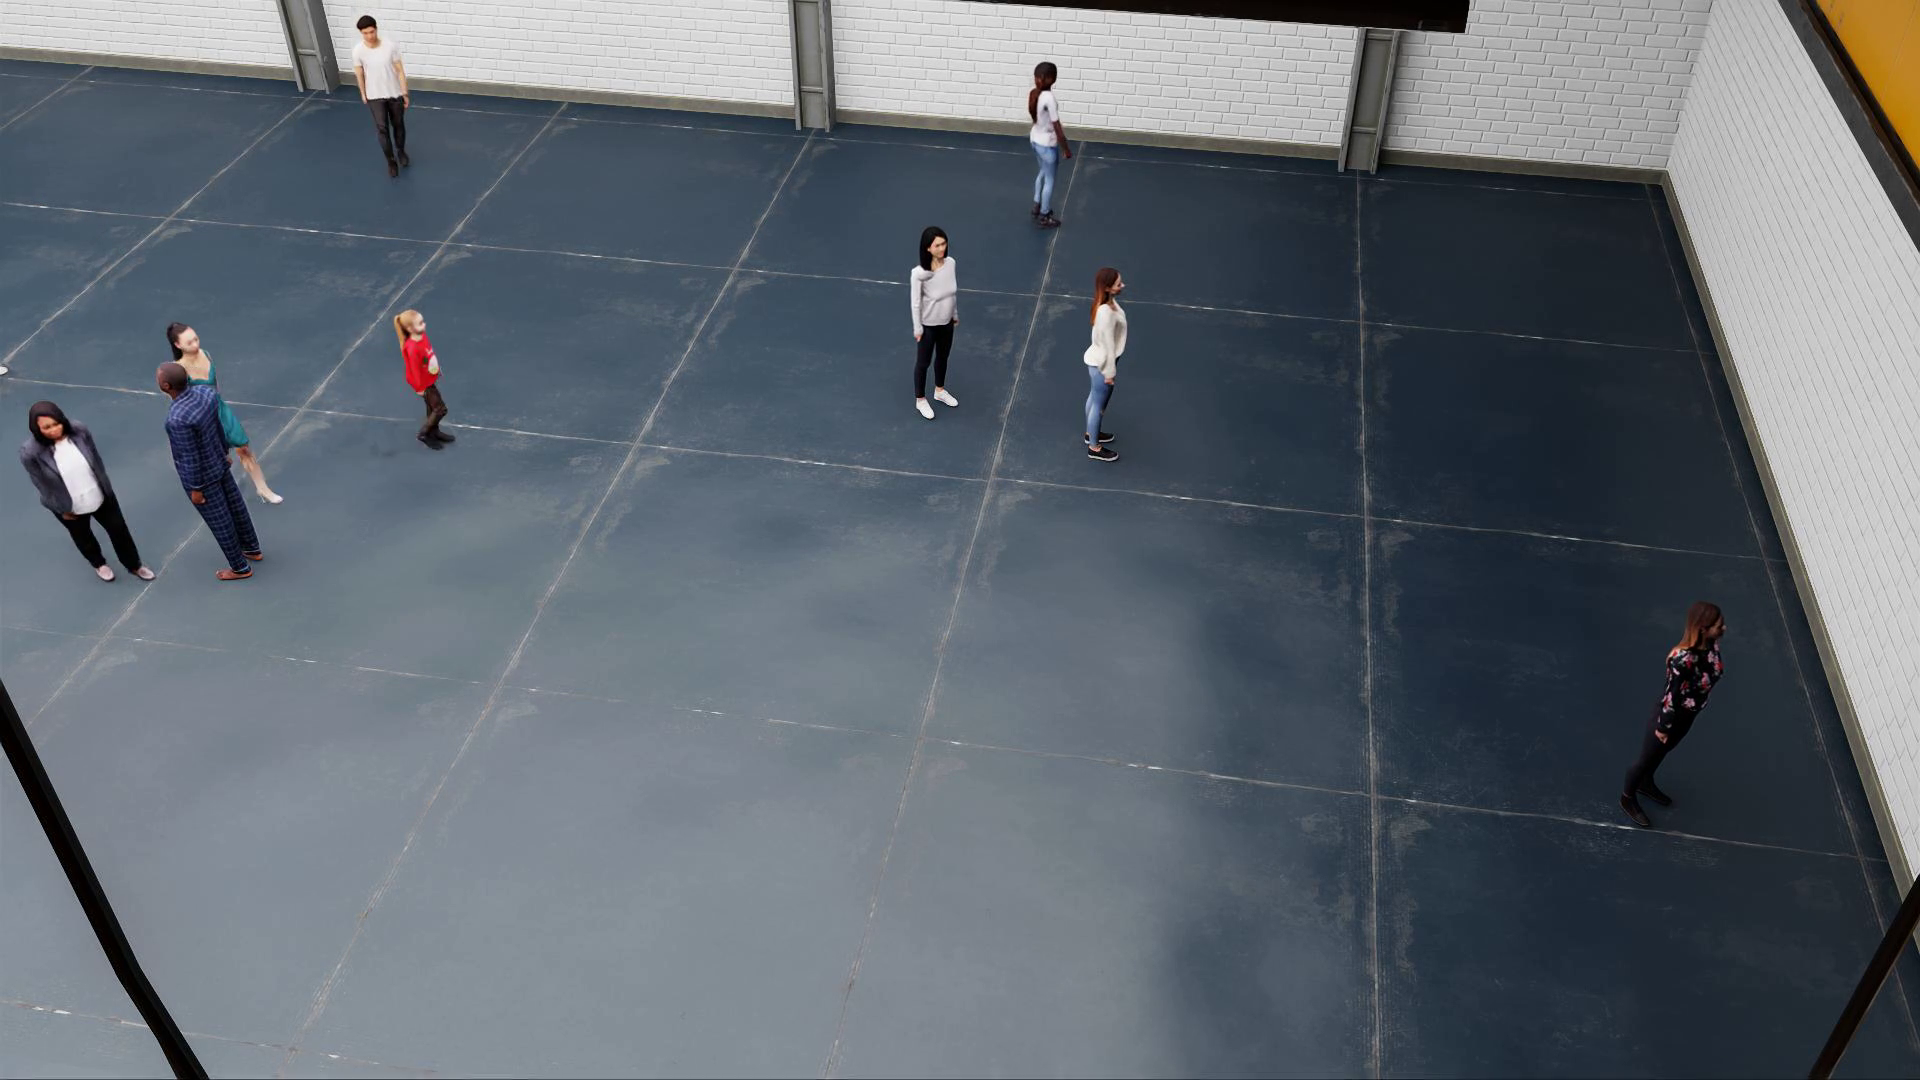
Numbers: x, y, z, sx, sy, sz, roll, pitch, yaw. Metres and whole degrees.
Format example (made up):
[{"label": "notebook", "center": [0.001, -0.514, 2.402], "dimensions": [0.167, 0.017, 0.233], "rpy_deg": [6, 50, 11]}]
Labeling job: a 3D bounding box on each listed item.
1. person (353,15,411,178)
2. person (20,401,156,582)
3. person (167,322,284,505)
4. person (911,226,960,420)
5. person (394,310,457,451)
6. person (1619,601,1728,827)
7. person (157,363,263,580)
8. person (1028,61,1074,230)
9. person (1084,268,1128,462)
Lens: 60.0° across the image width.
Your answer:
[{"label": "person", "center": [-6.037, -4.739, 17.476], "dimensions": [0.873, 1.690, 0.899], "rpy_deg": [-14, 41, -17]}, {"label": "person", "center": [-6.431, -0.361, 12.083], "dimensions": [0.914, 1.578, 0.852], "rpy_deg": [28, 46, 30]}, {"label": "person", "center": [-5.830, -0.947, 12.754], "dimensions": [0.945, 1.657, 0.723], "rpy_deg": [14, 41, 17]}, {"label": "person", "center": [-0.213, -1.832, 13.827], "dimensions": [0.709, 1.700, 0.747], "rpy_deg": [-29, 47, -31]}, {"label": "person", "center": [-4.401, -1.296, 13.499], "dimensions": [0.584, 1.272, 0.549], "rpy_deg": [-4, 39, -4]}, {"label": "person", "center": [4.401, 1.041, 10.245], "dimensions": [0.651, 1.681, 0.687], "rpy_deg": [-29, 47, -31]}, {"label": "person", "center": [-5.468, -0.507, 12.070], "dimensions": [0.592, 1.824, 0.674], "rpy_deg": [5, 39, 6]}, {"label": "person", "center": [0.814, -3.867, 16.362], "dimensions": [0.772, 1.717, 0.725], "rpy_deg": [-15, 41, -18]}, {"label": "person", "center": [1.145, -1.424, 13.323], "dimensions": [0.595, 1.692, 0.648], "rpy_deg": [0, 39, 0]}]
